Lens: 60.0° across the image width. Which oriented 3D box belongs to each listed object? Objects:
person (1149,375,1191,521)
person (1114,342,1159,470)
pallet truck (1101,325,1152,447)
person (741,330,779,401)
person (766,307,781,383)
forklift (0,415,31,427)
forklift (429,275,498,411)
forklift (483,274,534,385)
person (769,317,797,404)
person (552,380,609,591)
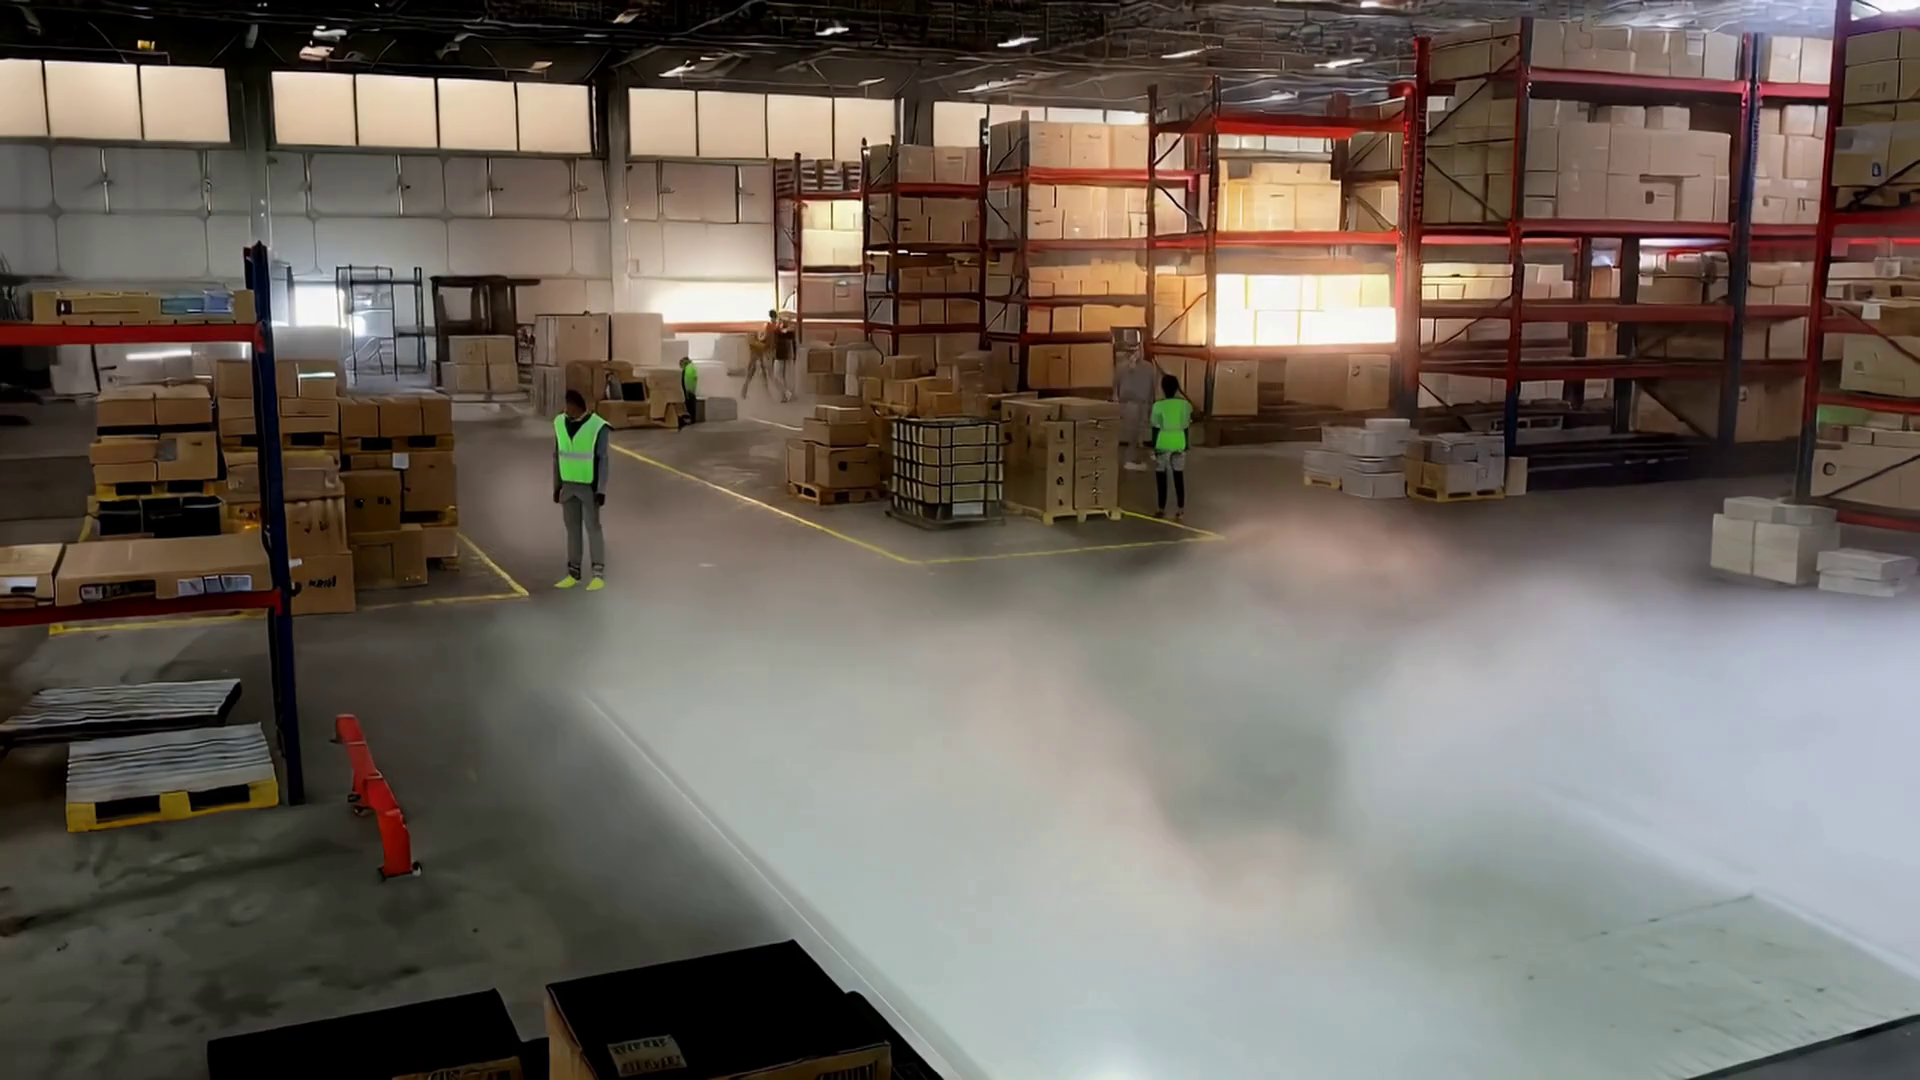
[{"bbox_3d":[2.439,-1.067,19.370,0.535,1.697,0.318,-5,10,-26],"label":"person"},{"bbox_3d":[2.648,-1.966,24.424,0.673,1.855,0.960,-5,10,-26],"label":"person"},{"bbox_3d":[2.881,-2.596,27.923,0.823,1.965,1.885,-1,9,-7],"label":"pallet truck"},{"bbox_3d":[-4.533,-3.915,37.394,0.885,1.580,0.592,0,9,-3],"label":"person"},{"bbox_3d":[-4.770,-5.043,43.167,0.439,1.970,0.645,-7,12,-38],"label":"person"},{"bbox_3d":[-18.345,-3.466,30.590,1.873,2.768,1.129,-6,11,-34],"label":"forklift"},{"bbox_3d":[-10.415,-4.113,34.606,1.129,2.768,1.873,-4,10,-25],"label":"forklift"},{"bbox_3d":[-11.745,-5.339,42.214,1.873,2.768,1.129,-4,10,-25],"label":"forklift"},{"bbox_3d":[-3.823,-3.891,36.212,0.639,1.916,0.682,-3,10,-18],"label":"person"},{"bbox_3d":[-3.451,-0.498,15.148,0.593,1.922,0.392,4,10,24],"label":"person"}]
